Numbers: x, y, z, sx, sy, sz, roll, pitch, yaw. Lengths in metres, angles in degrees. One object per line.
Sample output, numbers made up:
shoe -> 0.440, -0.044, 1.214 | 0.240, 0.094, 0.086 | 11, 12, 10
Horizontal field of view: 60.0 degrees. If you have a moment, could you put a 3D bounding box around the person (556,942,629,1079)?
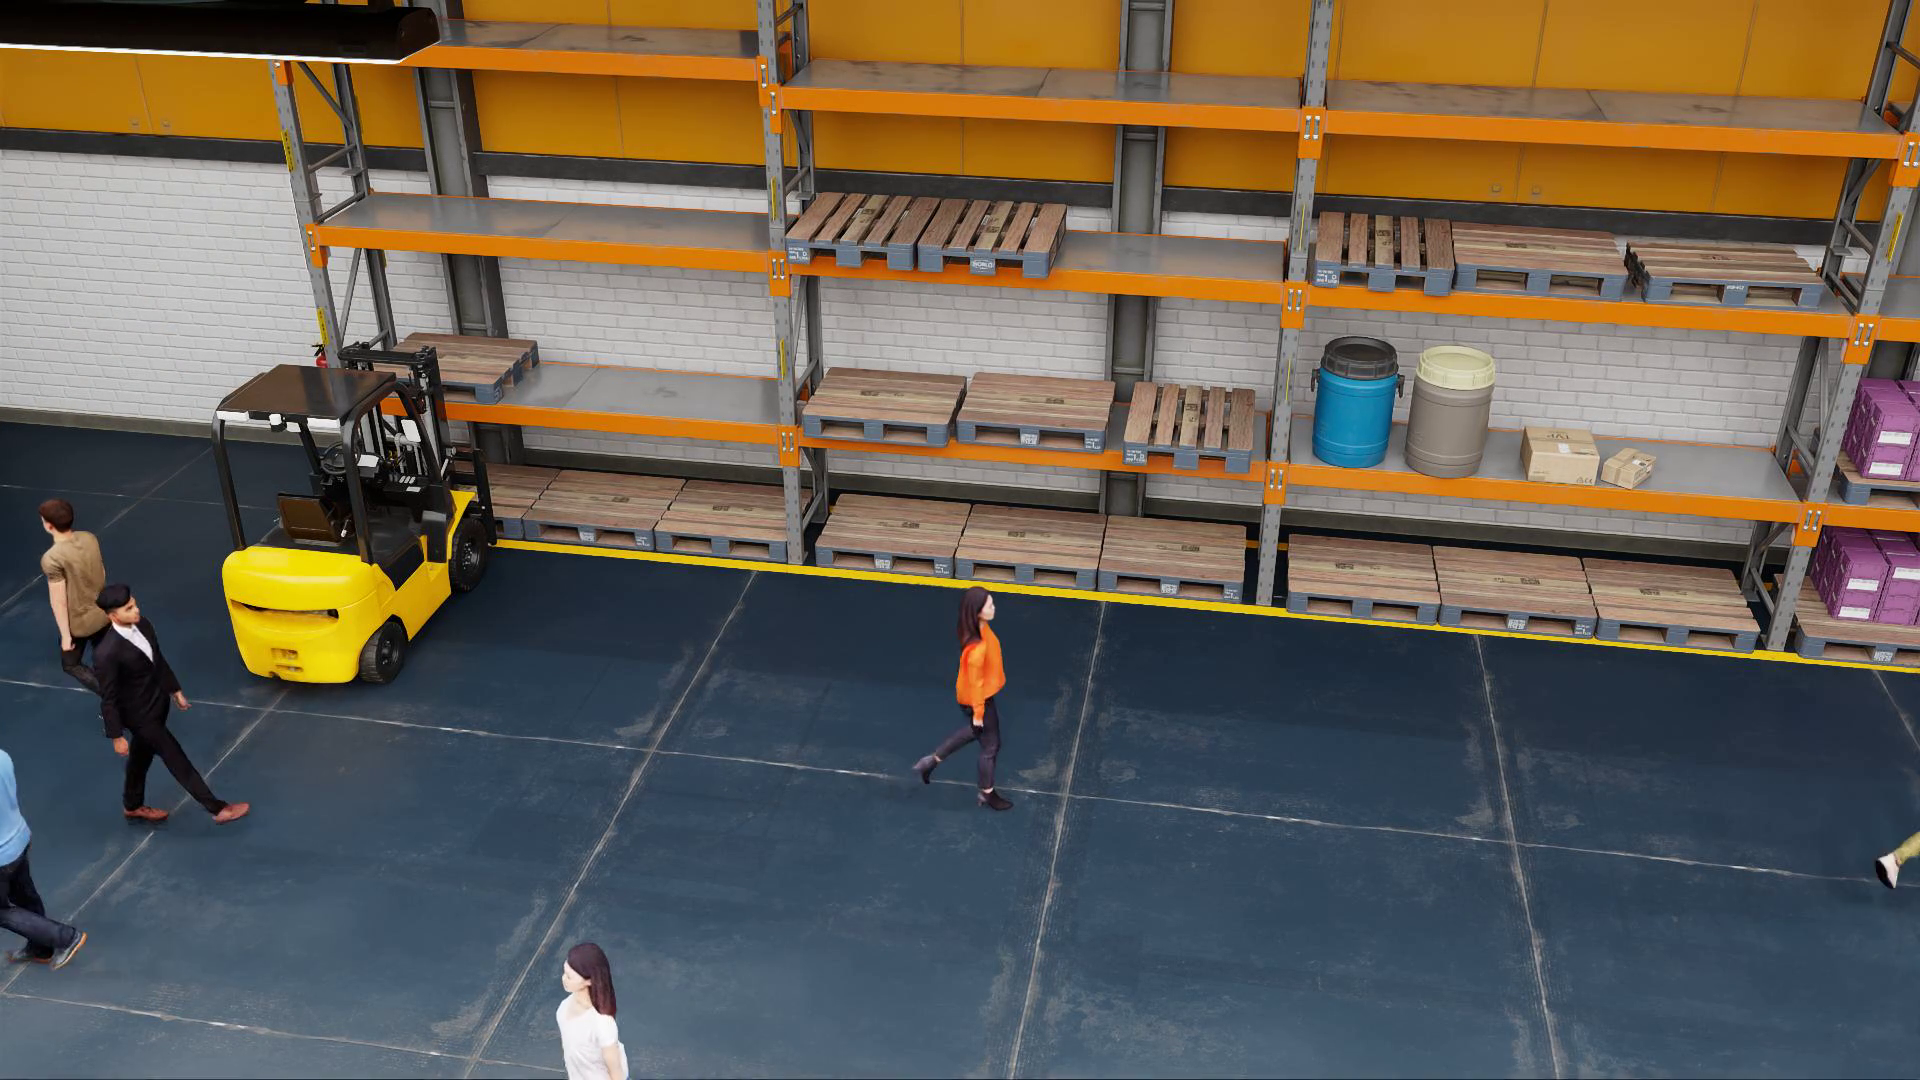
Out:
person -> -1.683, 2.627, 8.221 | 1.184, 1.654, 0.988 | -11, 31, -19

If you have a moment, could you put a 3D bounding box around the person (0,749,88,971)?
person -> -5.482, 1.770, 9.633 | 0.874, 1.807, 0.748 | -1, 29, -2

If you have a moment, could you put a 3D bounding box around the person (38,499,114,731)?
person -> -6.120, 0.565, 11.805 | 0.692, 1.843, 0.693 | 6, 29, 11

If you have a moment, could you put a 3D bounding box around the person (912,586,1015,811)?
person -> 0.041, 1.055, 11.021 | 0.973, 1.732, 0.744 | -1, 29, -2

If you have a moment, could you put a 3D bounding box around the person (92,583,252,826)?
person -> -5.383, 1.110, 10.816 | 1.188, 1.833, 0.831 | 0, 29, 1
